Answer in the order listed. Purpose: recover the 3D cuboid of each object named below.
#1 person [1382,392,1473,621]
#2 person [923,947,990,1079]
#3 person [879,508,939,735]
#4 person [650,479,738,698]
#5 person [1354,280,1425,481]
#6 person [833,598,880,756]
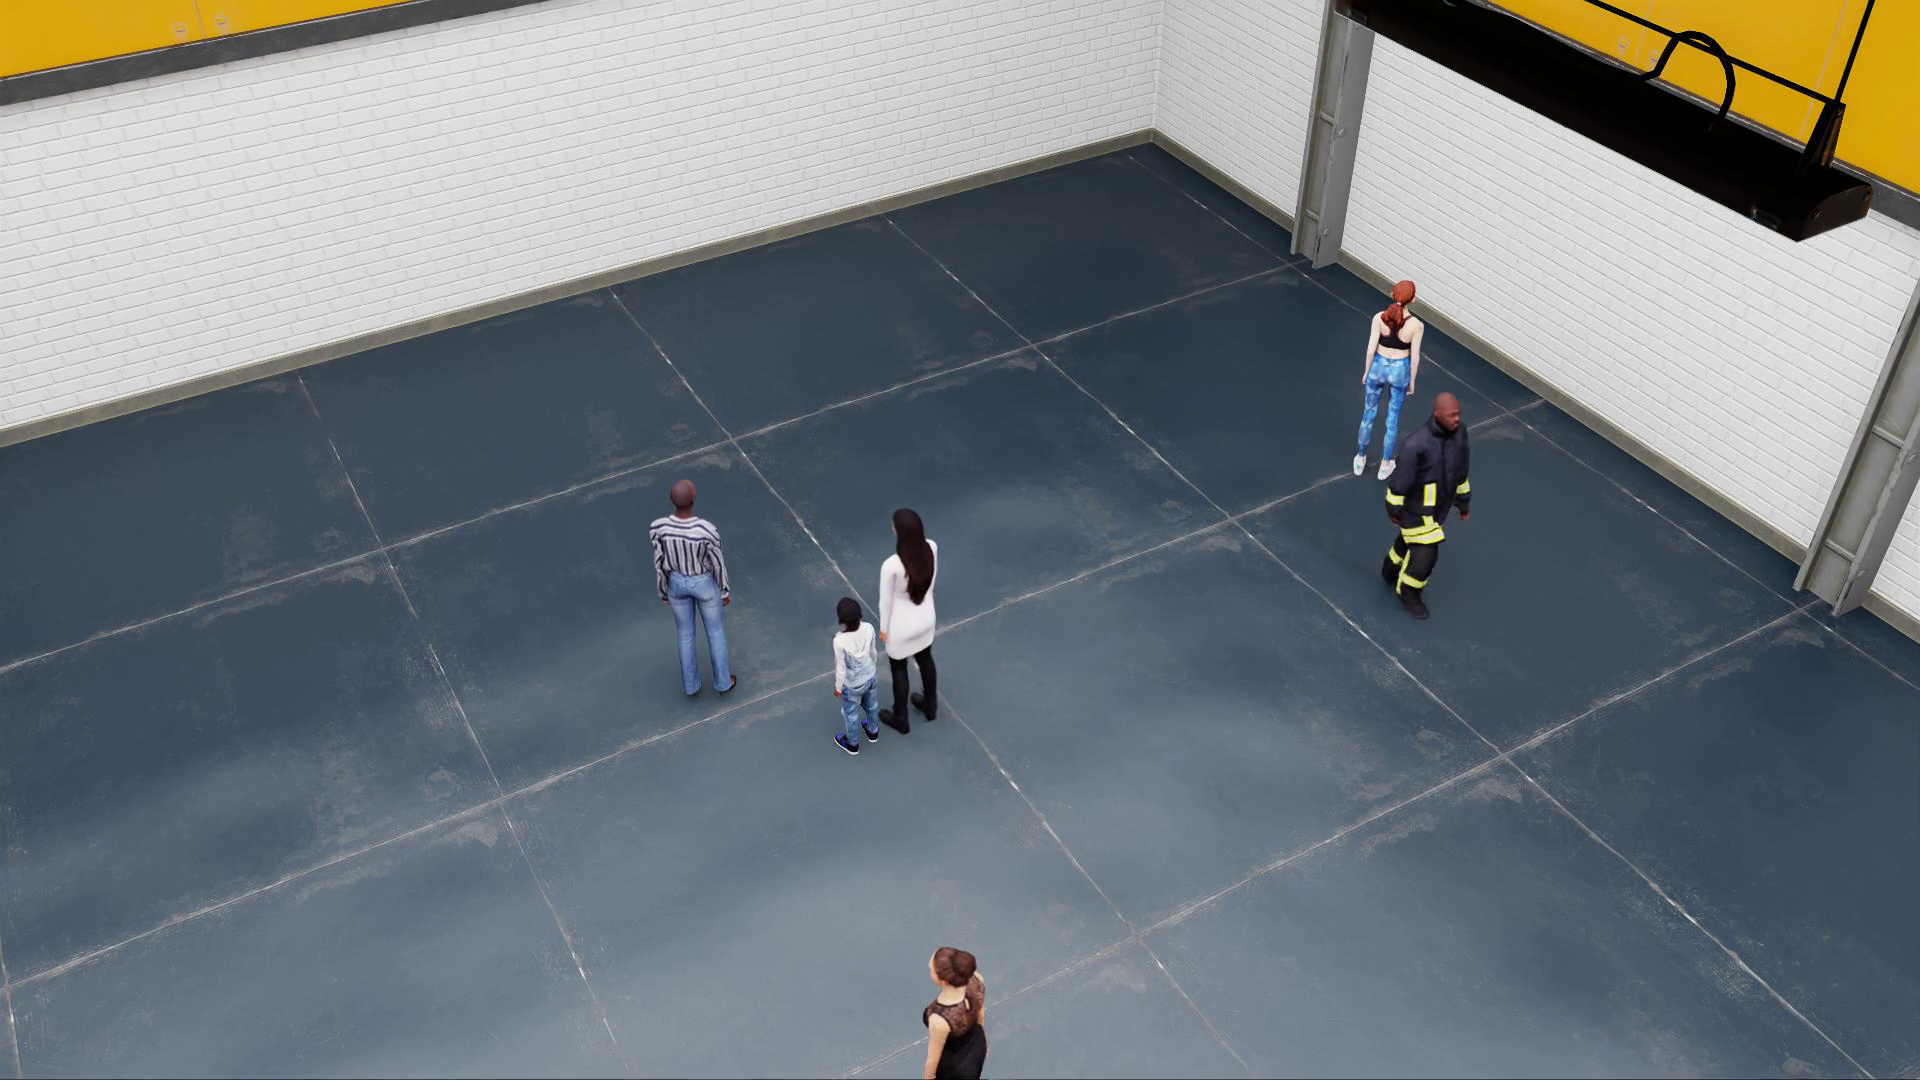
[{"bbox_3d":[3.301,-0.347,12.029,0.759,1.802,0.829,-24,44,-27],"label":"person"},{"bbox_3d":[0.062,2.666,8.382,1.162,1.643,0.918,20,43,24],"label":"person"},{"bbox_3d":[-0.327,0.541,10.912,0.647,1.808,0.588,-27,46,-29],"label":"person"},{"bbox_3d":[-1.785,0.345,11.168,0.717,1.794,0.735,3,39,3],"label":"person"},{"bbox_3d":[3.400,-1.276,13.205,0.679,1.785,0.748,14,41,17],"label":"person"},{"bbox_3d":[-0.683,0.886,10.918,0.502,1.260,0.518,-26,45,-28],"label":"person"}]
